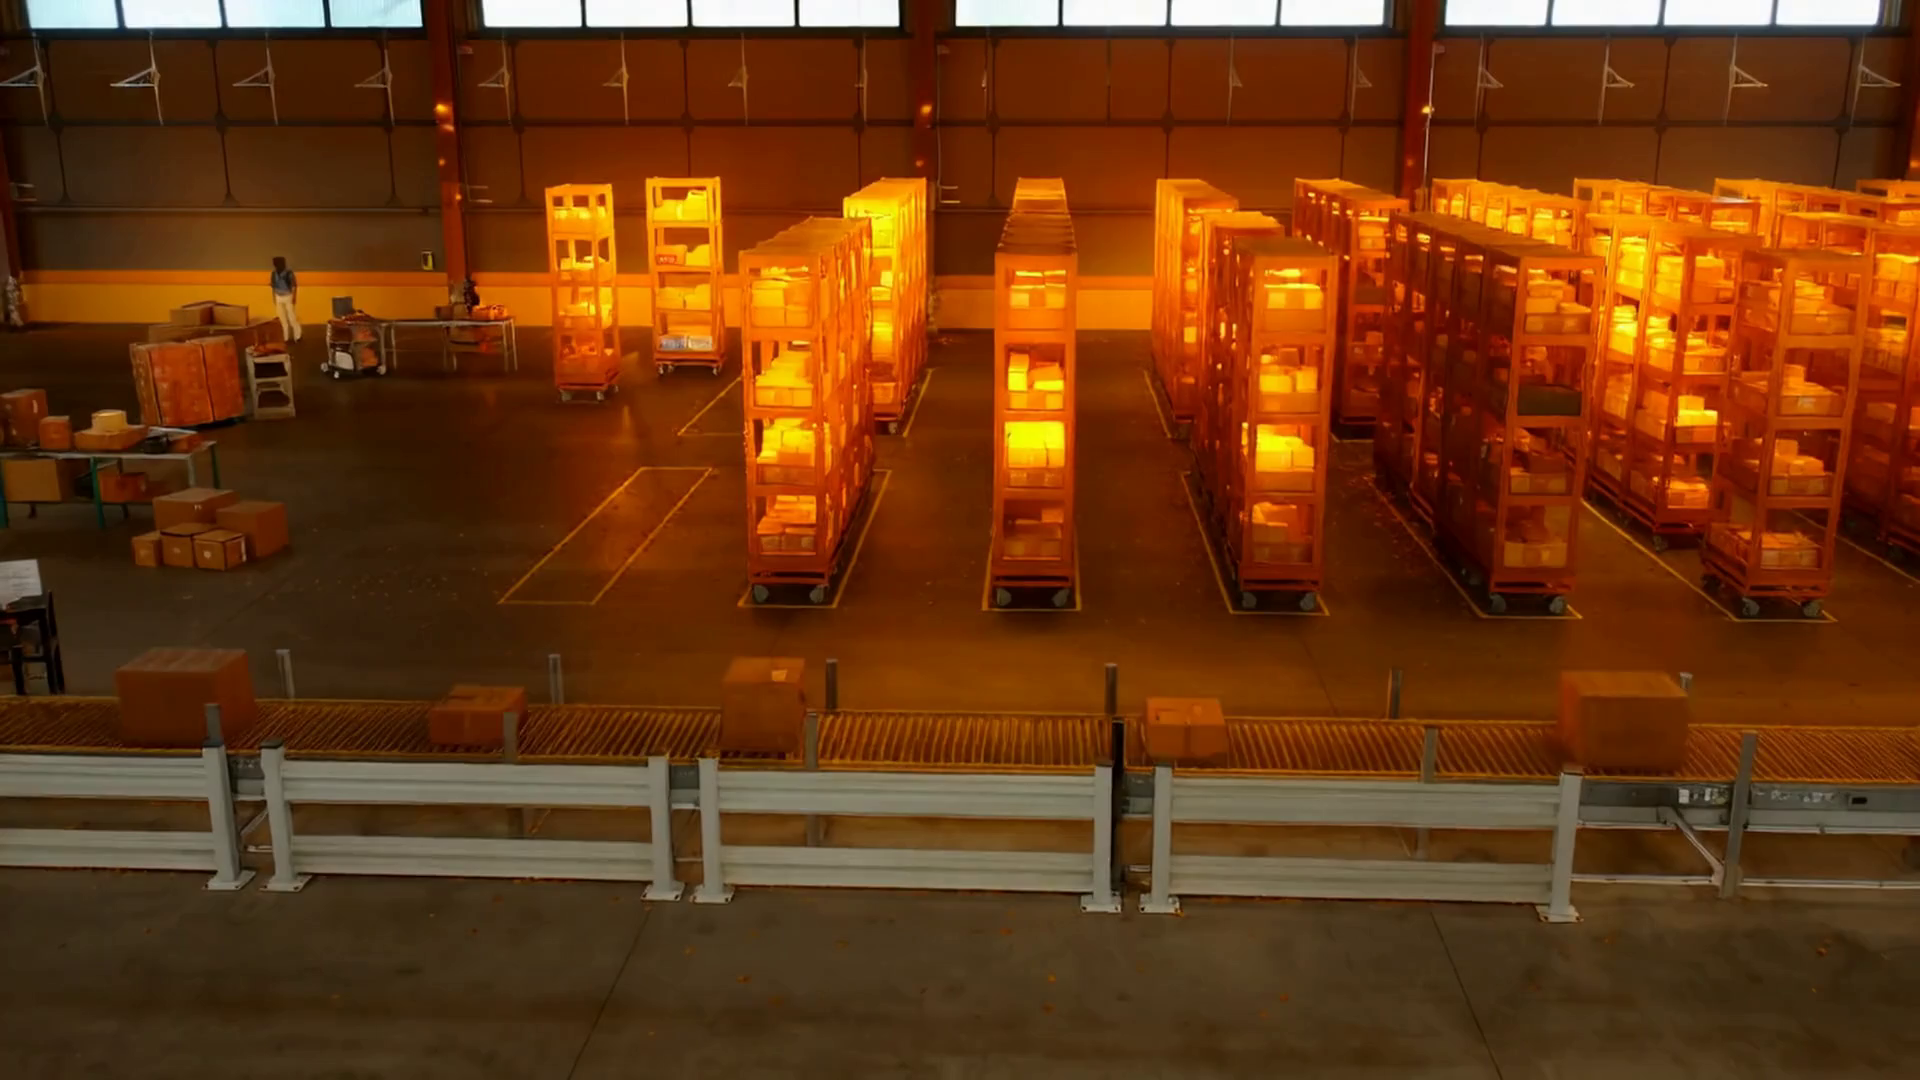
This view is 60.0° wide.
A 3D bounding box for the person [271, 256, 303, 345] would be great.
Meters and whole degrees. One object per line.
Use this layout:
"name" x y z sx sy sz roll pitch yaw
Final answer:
"person" -14.022 -4.975 34.556 0.644 1.832 0.431 7 16 24
